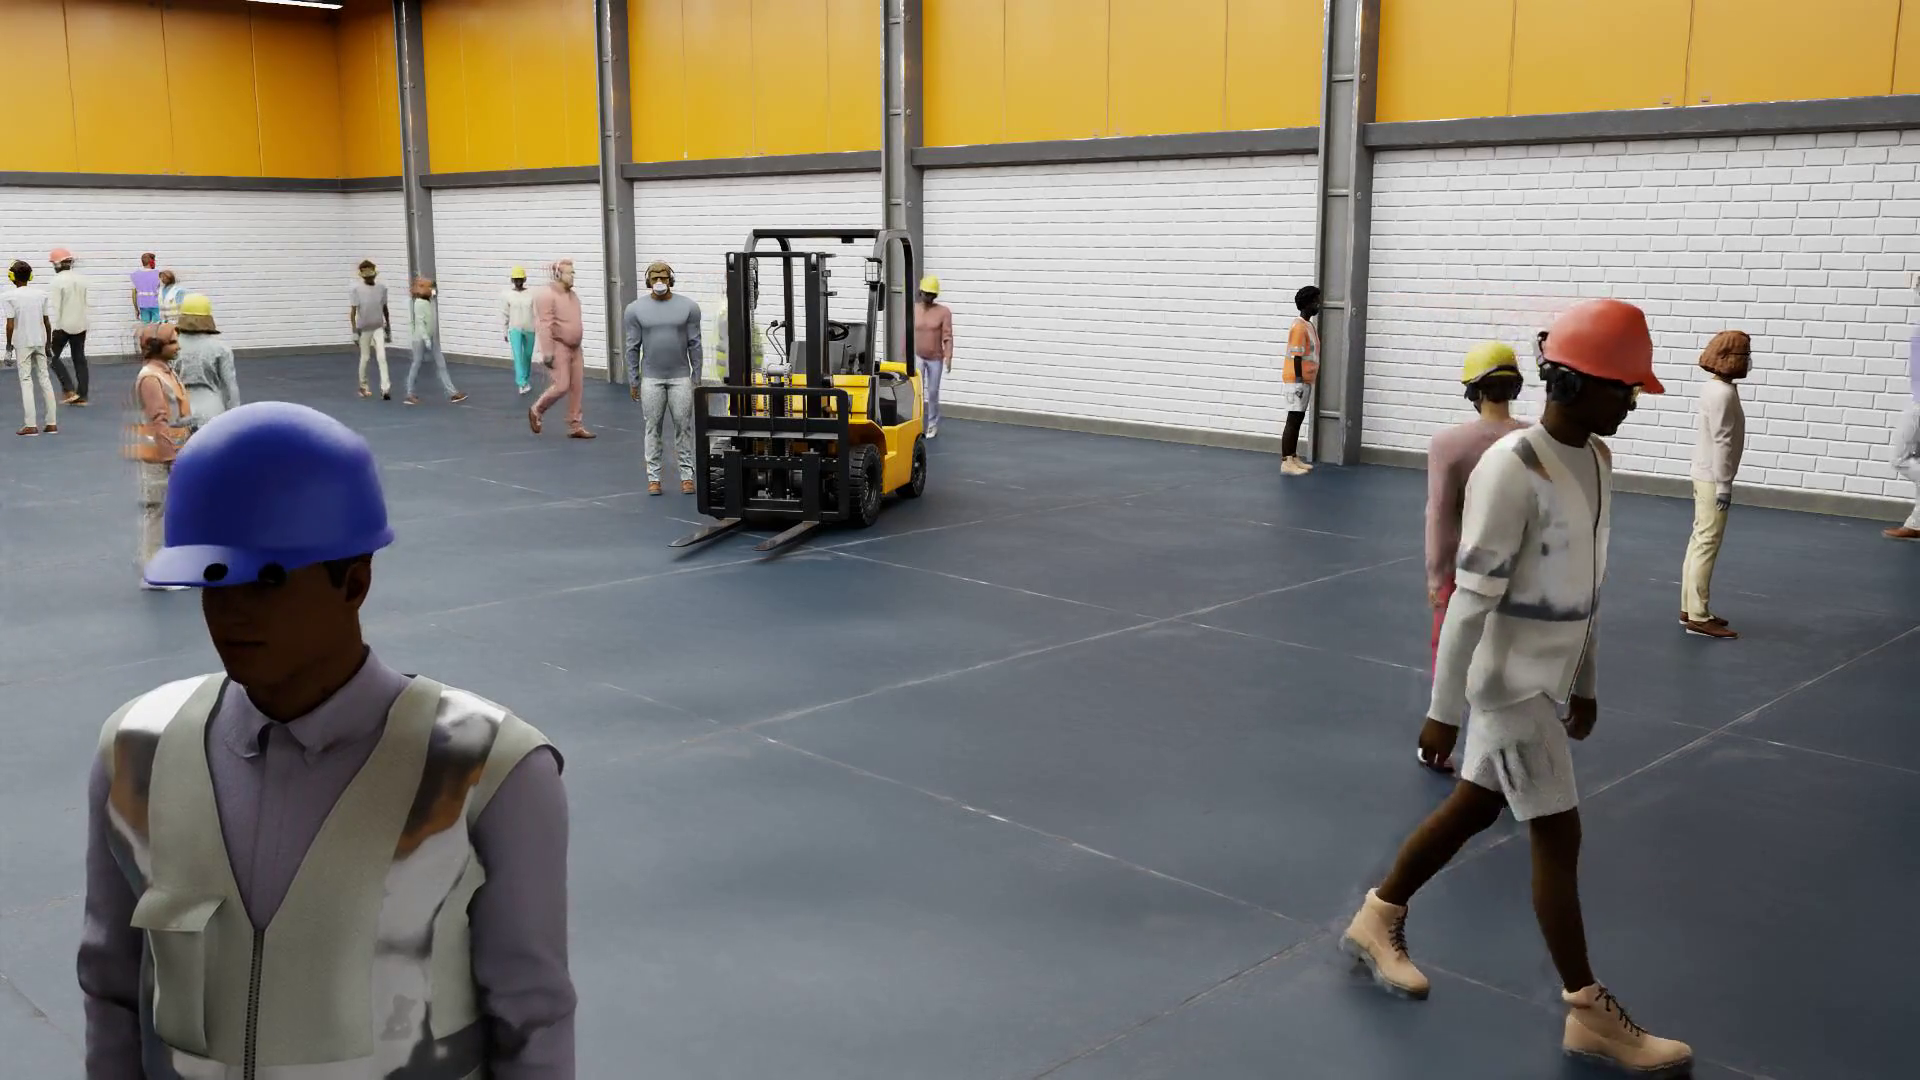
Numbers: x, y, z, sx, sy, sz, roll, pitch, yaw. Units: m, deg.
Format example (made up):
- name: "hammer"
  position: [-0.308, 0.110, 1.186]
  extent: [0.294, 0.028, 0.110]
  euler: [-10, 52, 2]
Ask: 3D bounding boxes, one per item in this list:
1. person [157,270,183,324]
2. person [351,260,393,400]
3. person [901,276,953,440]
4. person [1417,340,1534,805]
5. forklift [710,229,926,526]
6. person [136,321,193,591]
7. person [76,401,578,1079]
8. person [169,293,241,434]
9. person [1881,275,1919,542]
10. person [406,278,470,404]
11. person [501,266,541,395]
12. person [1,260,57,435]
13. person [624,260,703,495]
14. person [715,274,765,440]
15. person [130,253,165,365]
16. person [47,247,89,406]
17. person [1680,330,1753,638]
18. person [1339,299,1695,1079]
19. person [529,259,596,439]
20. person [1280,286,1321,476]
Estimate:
- name: "person"
  position: [-12.285, -3.422, 26.004]
  extent: [0.530, 1.597, 0.851]
  euler: [3, 11, 17]
- name: "person"
  position: [-7.638, -2.720, 21.633]
  extent: [0.567, 1.814, 1.006]
  euler: [-7, 12, -32]
- name: "person"
  position: [-0.351, -1.873, 17.243]
  extent: [0.552, 1.712, 0.927]
  euler: [0, 10, 0]
- name: "person"
  position: [2.026, 0.106, 6.406]
  extent: [0.532, 1.736, 0.711]
  euler: [1, 10, 4]
- name: "forklift"
  position: [-1.050, -1.319, 12.920]
  extent: [1.214, 2.155, 2.313]
  euler: [2, 11, 13]
- name: "person"
  position: [-4.666, -0.489, 9.934]
  extent: [0.543, 1.620, 0.539]
  euler: [-1, 10, -8]
- name: "person"
  position: [-0.759, 0.802, 2.024]
  extent: [0.605, 1.949, 0.384]
  euler: [1, 10, 5]
- name: "person"
  position: [-5.330, -0.866, 11.720]
  extent: [0.502, 1.725, 0.466]
  euler: [-2, 11, -10]
- name: "person"
  position: [6.715, -0.914, 11.443]
  extent: [0.500, 1.928, 0.629]
  euler: [9, 14, 42]
- name: "person"
  position: [-6.660, -2.497, 20.975]
  extent: [0.852, 1.590, 0.500]
  euler: [3, 11, 13]
- name: "person"
  position: [-5.948, -2.854, 22.582]
  extent: [0.525, 1.726, 0.900]
  euler: [-5, 11, -25]
- name: "person"
  position: [-9.969, -2.051, 17.788]
  extent: [0.328, 1.874, 0.521]
  euler: [7, 12, 32]
- name: "person"
  position: [-2.430, -1.326, 13.695]
  extent: [0.630, 1.934, 0.367]
  euler: [-2, 11, -11]
- name: "person"
  position: [-1.879, -1.459, 14.713]
  extent: [0.568, 1.811, 0.647]
  euler: [-1, 10, -5]
- name: "person"
  position: [-13.323, -3.795, 27.385]
  extent: [0.565, 1.841, 0.396]
  euler: [0, 10, -3]
- name: "person"
  position: [-11.167, -2.654, 20.779]
  extent: [0.495, 1.977, 0.664]
  euler: [2, 11, 11]
- name: "person"
  position: [4.060, -0.304, 8.912]
  extent: [0.279, 1.633, 0.505]
  euler: [3, 11, 17]
- name: "person"
  position: [1.454, 0.360, 4.414]
  extent: [1.013, 1.989, 0.671]
  euler: [9, 13, 39]
- name: "person"
  position: [-4.187, -1.992, 17.413]
  extent: [0.626, 1.889, 0.660]
  euler: [5, 11, 24]
- name: "person"
  position: [3.047, -1.424, 14.873]
  extent: [0.321, 1.691, 0.531]
  euler: [4, 11, 20]
